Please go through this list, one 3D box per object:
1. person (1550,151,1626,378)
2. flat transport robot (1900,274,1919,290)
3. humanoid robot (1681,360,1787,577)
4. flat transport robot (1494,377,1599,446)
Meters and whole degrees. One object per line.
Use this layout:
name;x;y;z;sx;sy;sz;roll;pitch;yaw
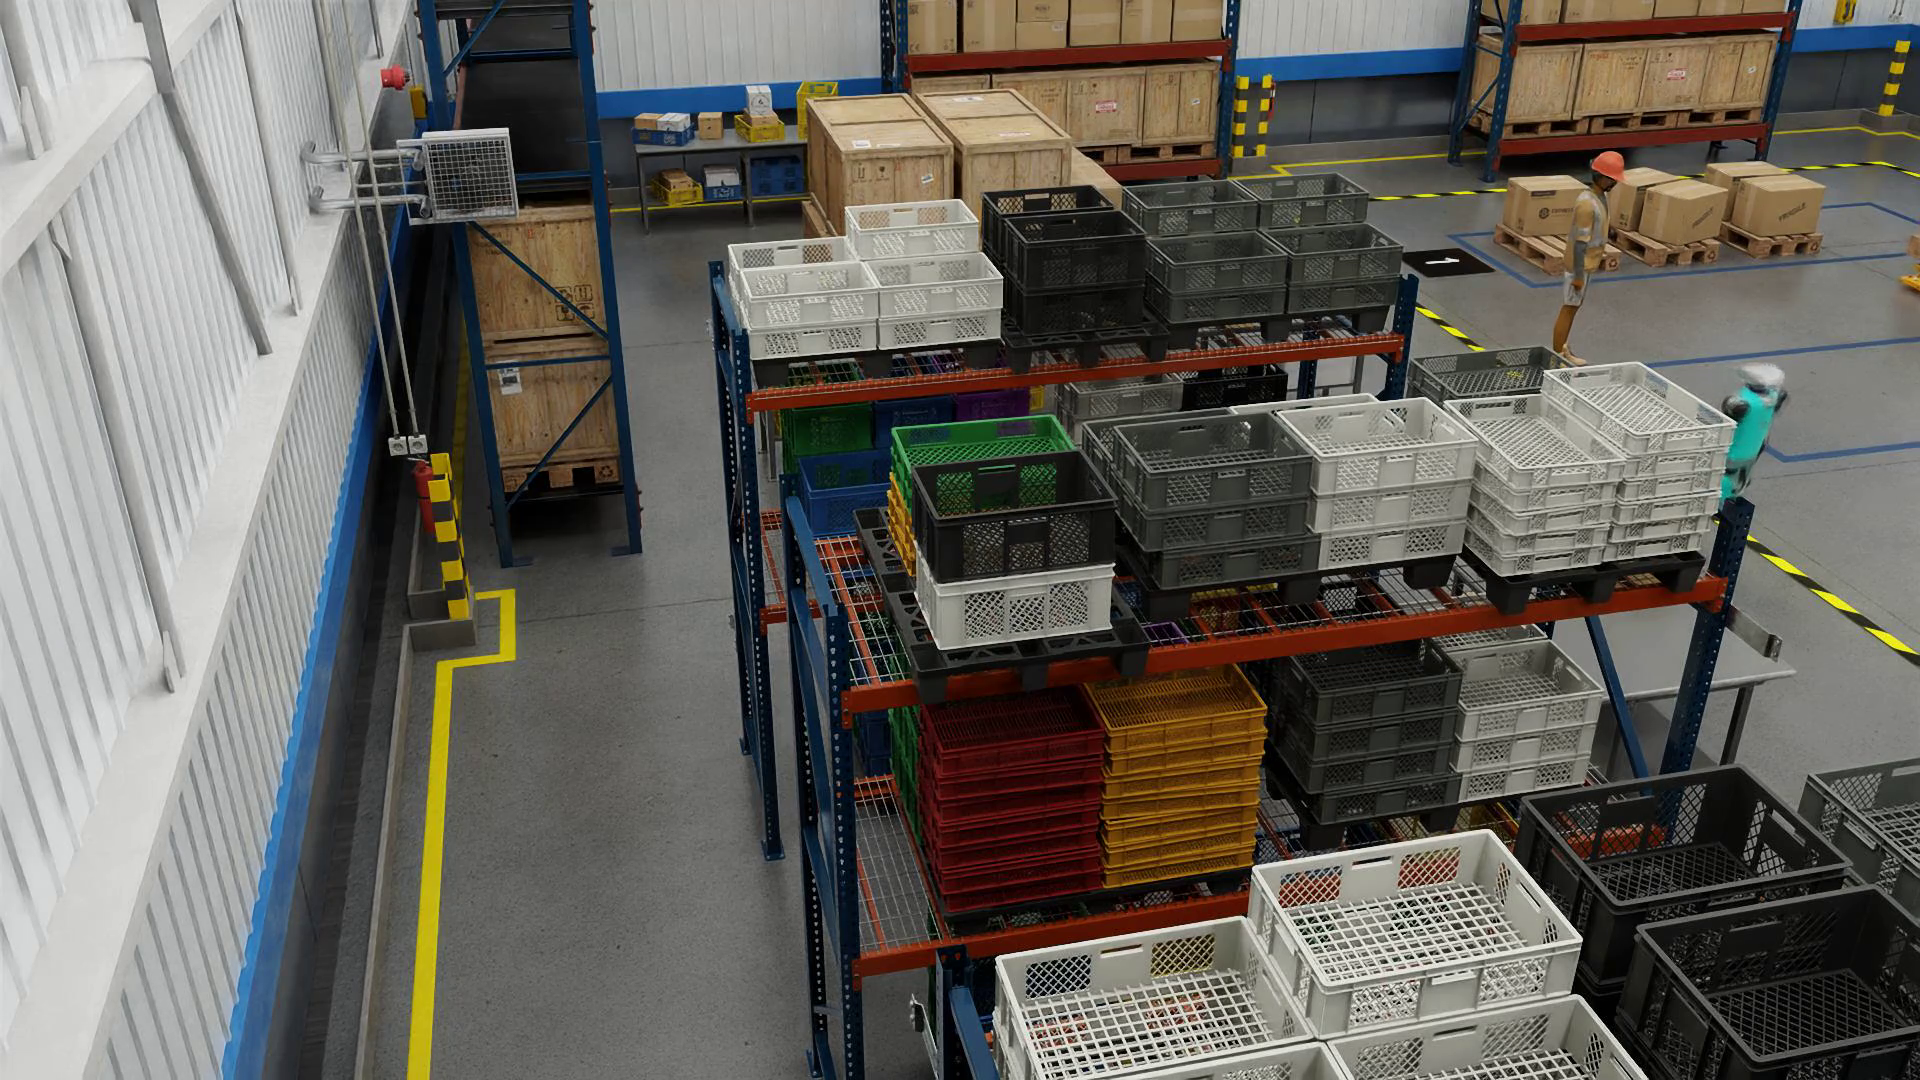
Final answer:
person;5.579;-2.454;14.814;0.397;2.032;0.604;15;31;26
flat transport robot;10.542;-2.696;17.132;1.431;0.197;0.652;-6;28;-12
humanoid robot;5.022;-0.485;11.249;0.533;1.678;0.736;-15;31;-27
flat transport robot;4.780;-1.036;14.013;0.659;0.231;1.431;-6;28;-12
